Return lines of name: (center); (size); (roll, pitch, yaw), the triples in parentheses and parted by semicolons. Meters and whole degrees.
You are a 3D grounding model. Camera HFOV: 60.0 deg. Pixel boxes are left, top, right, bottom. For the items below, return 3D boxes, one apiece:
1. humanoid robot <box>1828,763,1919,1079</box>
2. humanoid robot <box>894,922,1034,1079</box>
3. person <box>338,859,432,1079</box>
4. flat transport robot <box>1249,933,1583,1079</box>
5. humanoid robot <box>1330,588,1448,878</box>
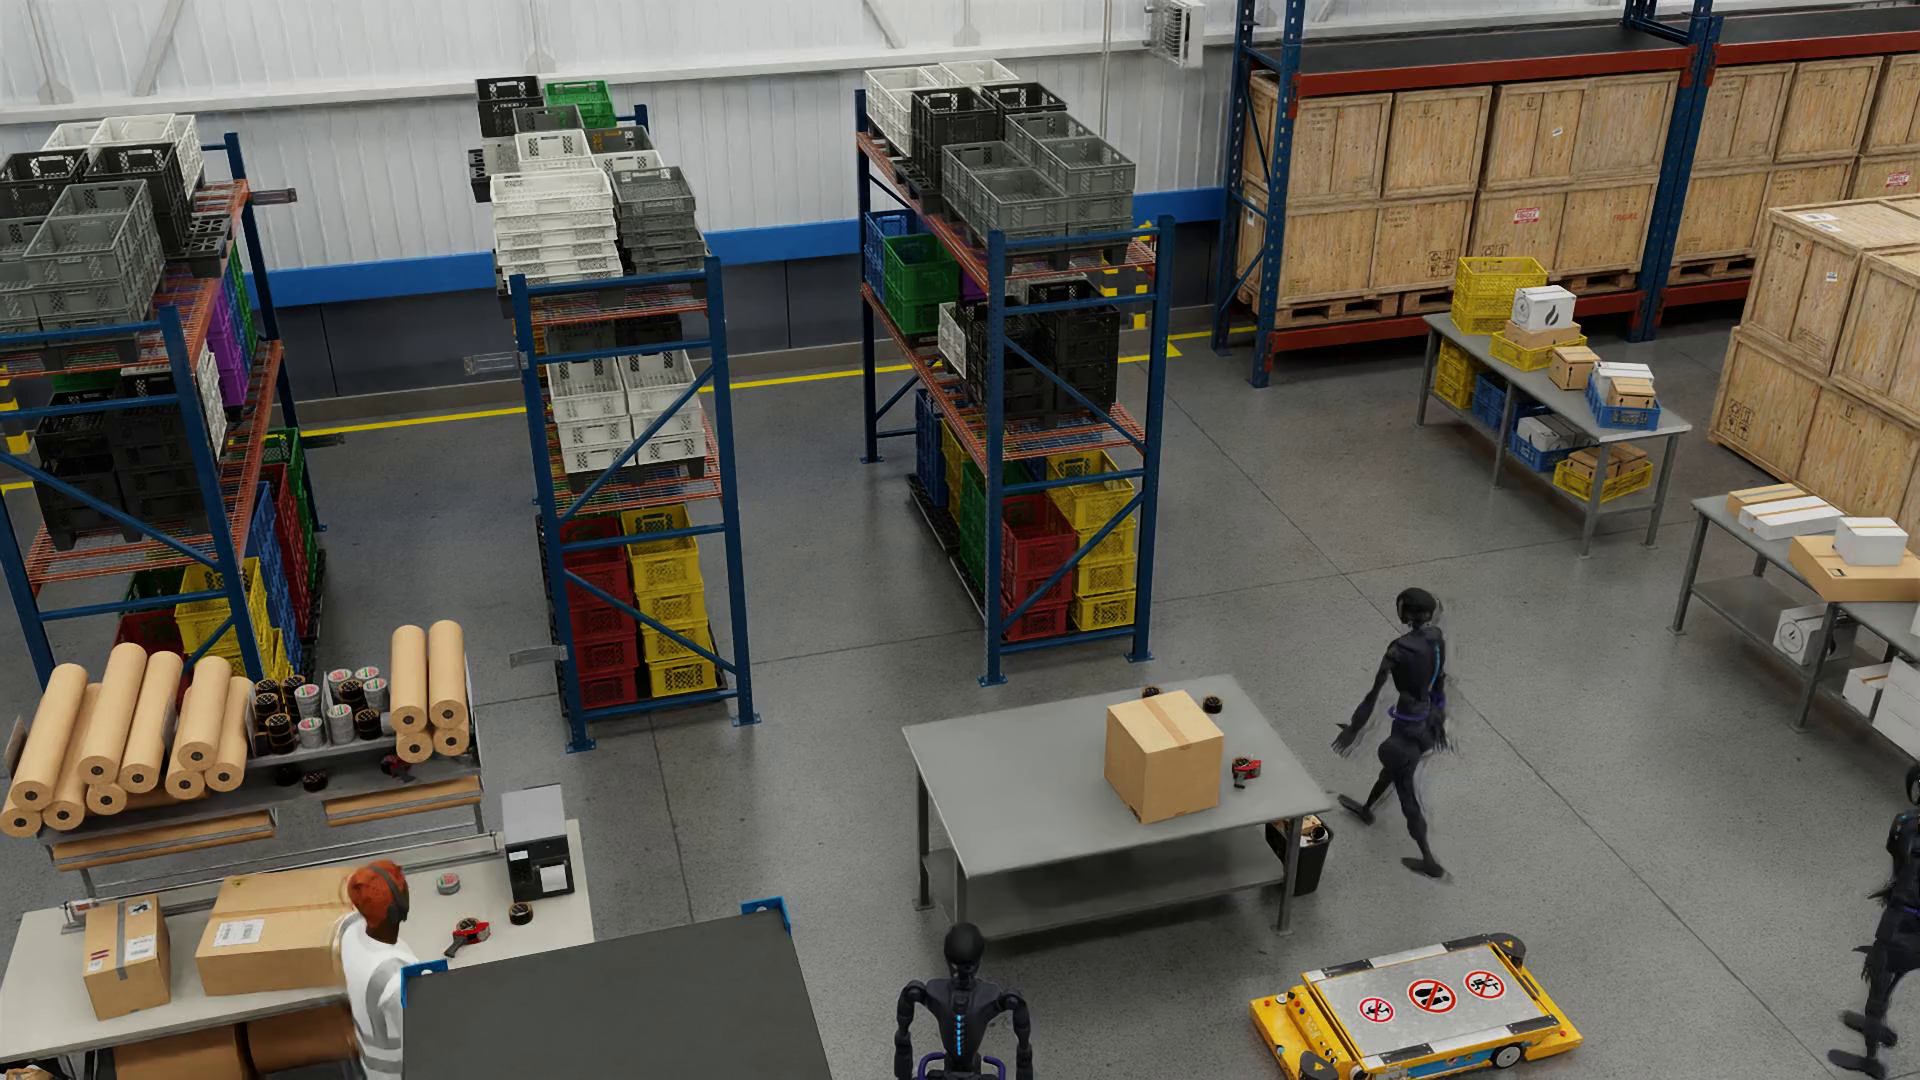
humanoid robot: (4.283, 1.721, 7.567); (0.324, 1.649, 0.656); (19, 34, 31)
humanoid robot: (0.013, 2.220, 6.658); (0.573, 1.652, 0.328); (3, 29, 5)
person: (-2.281, 2.098, 6.697); (0.695, 1.858, 0.595); (-19, 34, -30)
flat transport robot: (2.184, 2.282, 7.980); (1.431, 0.197, 0.652); (-8, 30, -14)
humanoid robot: (2.393, 1.014, 8.914); (0.772, 1.622, 0.571); (25, 37, 37)
